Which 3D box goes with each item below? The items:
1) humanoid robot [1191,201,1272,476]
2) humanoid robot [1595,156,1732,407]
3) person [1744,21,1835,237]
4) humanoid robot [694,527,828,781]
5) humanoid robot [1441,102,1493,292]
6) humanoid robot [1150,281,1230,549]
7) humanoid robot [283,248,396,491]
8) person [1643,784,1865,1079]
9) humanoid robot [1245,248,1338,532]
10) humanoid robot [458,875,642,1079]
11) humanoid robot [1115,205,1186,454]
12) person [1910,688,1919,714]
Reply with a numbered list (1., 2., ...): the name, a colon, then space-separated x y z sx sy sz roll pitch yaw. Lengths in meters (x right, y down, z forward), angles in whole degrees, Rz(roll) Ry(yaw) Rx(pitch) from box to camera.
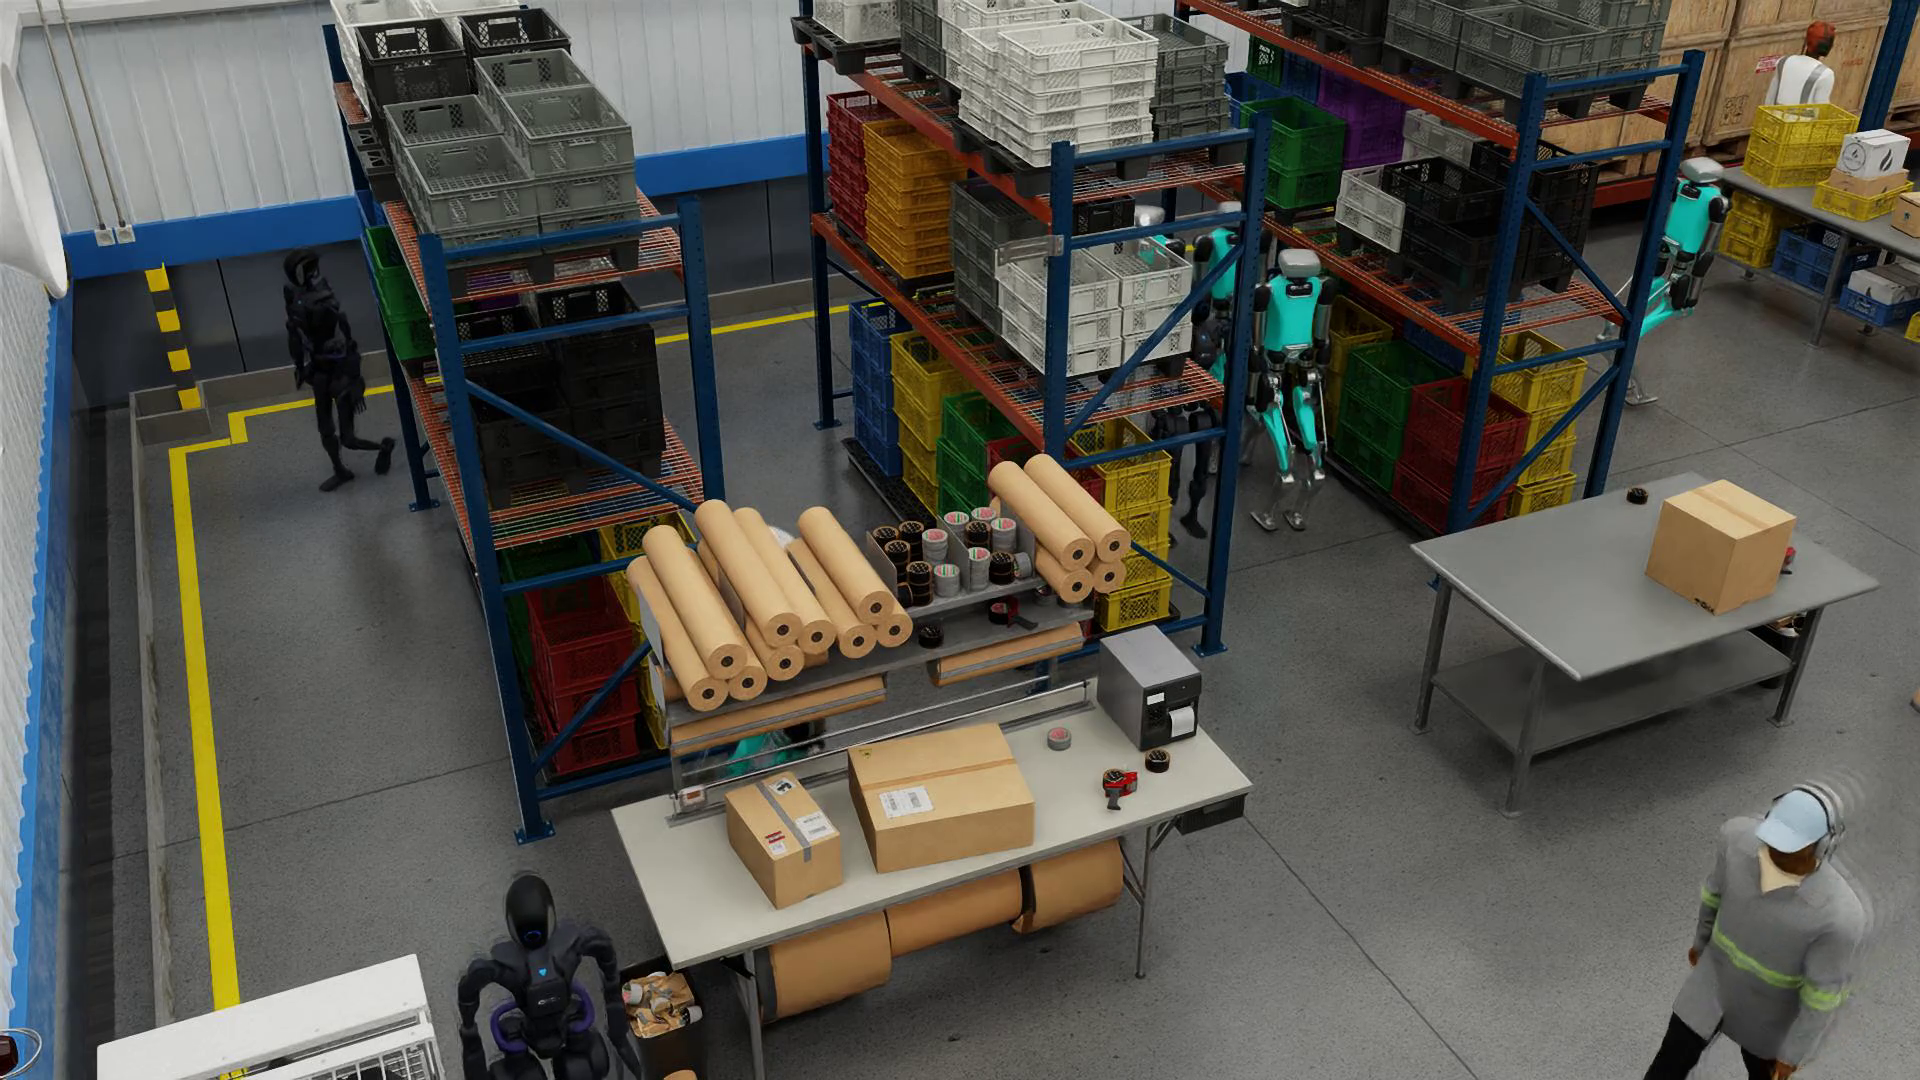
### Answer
1. humanoid robot: 1.787 -1.214 10.492 0.531 1.731 0.760 -11 33 -18
2. humanoid robot: 4.671 -1.727 11.279 0.731 1.695 0.534 -10 33 -16
3. person: 6.952 -3.379 13.919 0.350 1.881 0.575 -13 34 -19
4. humanoid robot: -0.911 0.852 7.215 0.539 1.821 0.741 24 39 34
5. humanoid robot: 3.834 -2.576 12.820 0.357 1.671 0.591 -7 32 -11
6. humanoid robot: 1.385 -0.745 9.835 0.585 1.653 0.350 -12 34 -19
7. humanoid robot: -3.896 -1.088 10.395 0.609 1.633 0.482 17 36 26
8. person: 2.736 1.612 5.875 0.914 1.817 0.611 -16 35 -24
9. humanoid robot: 1.998 -0.808 9.835 0.530 1.749 0.686 -7 32 -12
10. humanoid robot: -1.422 1.799 5.751 0.616 1.620 0.789 -14 34 -22
11. humanoid robot: 1.198 -1.397 10.793 0.530 1.746 0.692 9 33 14
12. person: 5.234 0.042 8.211 0.604 2.045 0.378 -11 33 -18
